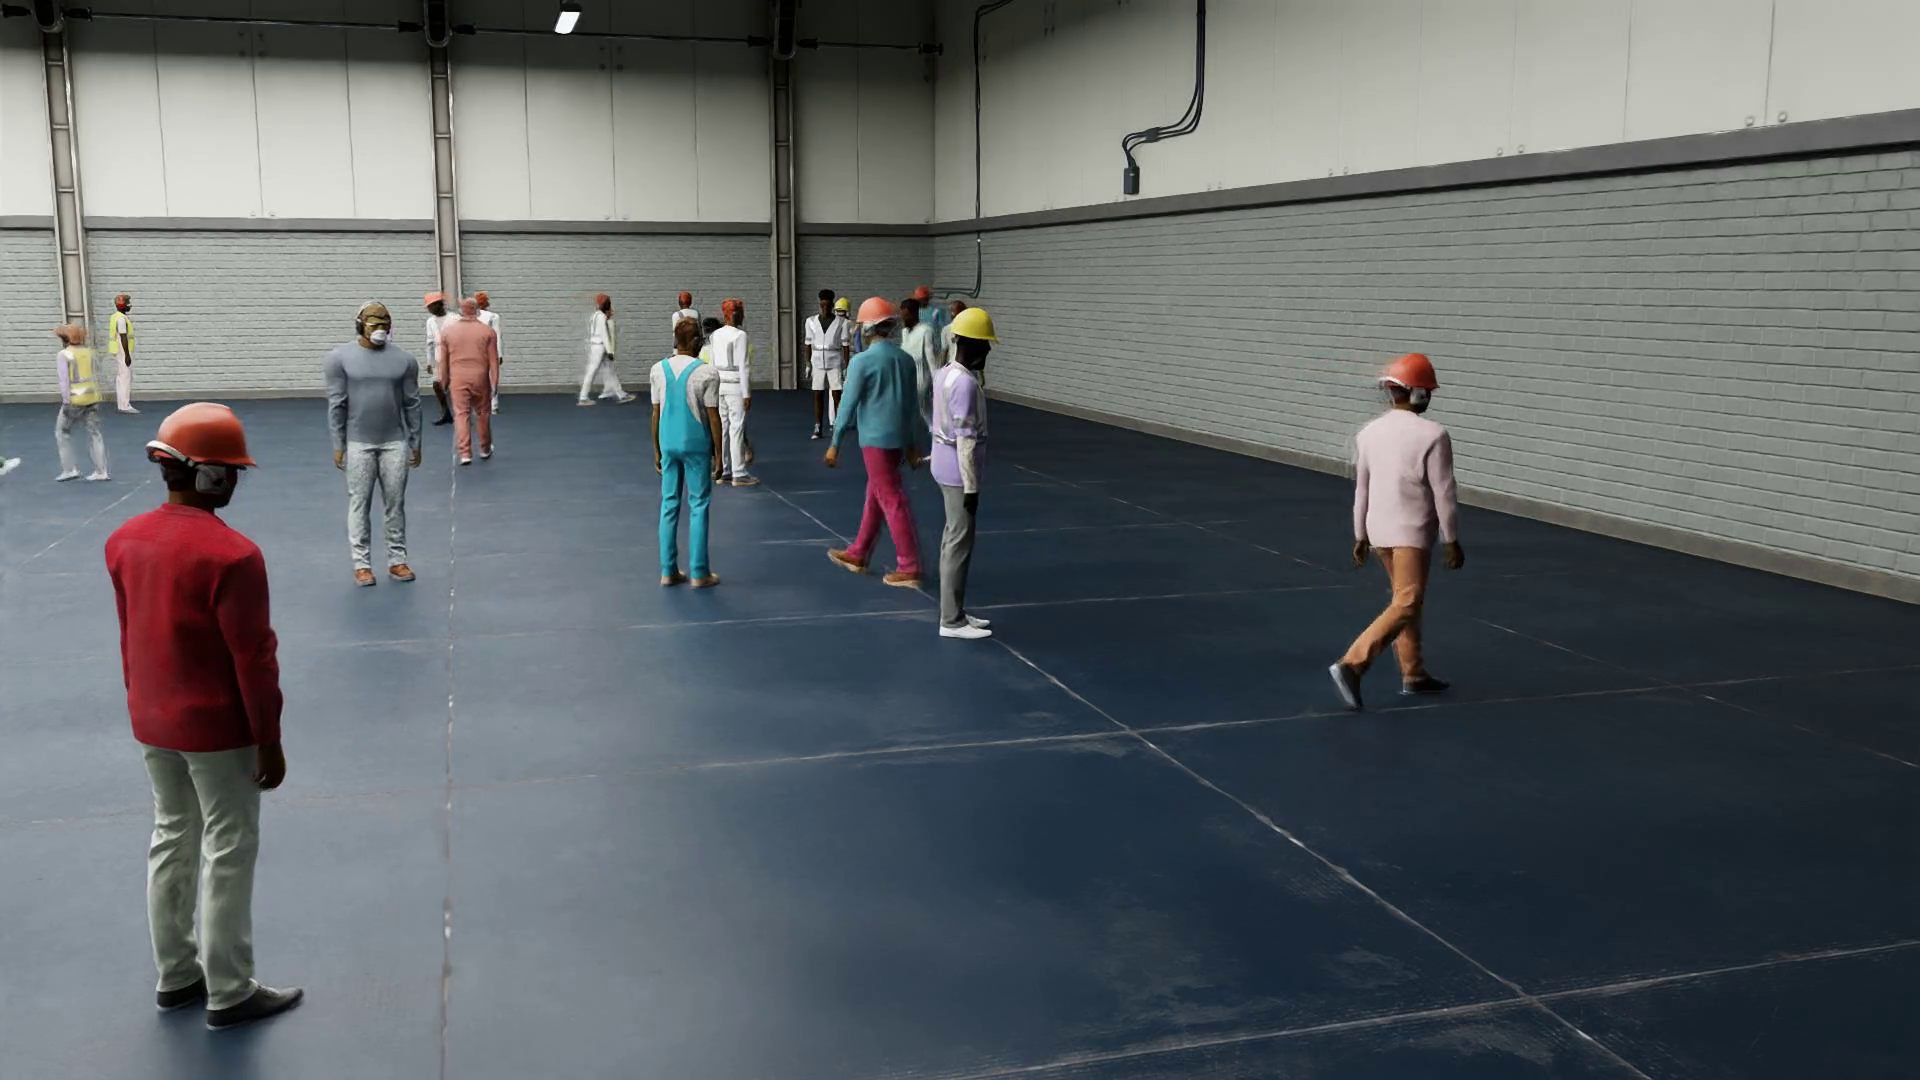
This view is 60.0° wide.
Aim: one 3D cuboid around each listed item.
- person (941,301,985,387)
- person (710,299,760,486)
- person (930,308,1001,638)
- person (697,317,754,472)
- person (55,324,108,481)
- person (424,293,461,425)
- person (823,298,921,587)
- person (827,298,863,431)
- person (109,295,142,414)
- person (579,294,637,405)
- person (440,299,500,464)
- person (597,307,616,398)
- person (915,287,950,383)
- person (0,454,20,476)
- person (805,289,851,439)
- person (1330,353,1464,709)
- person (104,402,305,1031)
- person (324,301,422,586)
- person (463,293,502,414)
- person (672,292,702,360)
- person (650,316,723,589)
[{"bbox_3d":[0.033,-2.074,20.786,0.534,1.803,0.883,0,9,-2],"label":"person"},{"bbox_3d":[-2.300,-1.490,16.817,0.362,1.882,0.576,-8,12,-42],"label":"person"},{"bbox_3d":[0.033,-0.378,9.641,0.399,1.913,0.590,-1,9,-8],"label":"person"},{"bbox_3d":[-2.568,-1.575,18.023,0.549,1.676,0.619,5,10,29],"label":"person"},{"bbox_3d":[-9.089,-1.395,17.053,0.609,1.613,0.540,2,9,10],"label":"person"},{"bbox_3d":[-7.249,-2.535,23.486,0.668,1.890,0.400,2,9,13],"label":"person"},{"bbox_3d":[-0.628,-0.670,11.385,1.002,1.942,0.628,6,11,35],"label":"person"},{"bbox_3d":[-1.598,-2.401,22.836,0.586,1.824,0.404,4,10,23],"label":"person"},{"bbox_3d":[-12.931,-2.863,25.688,0.373,1.843,0.570,-6,11,-34],"label":"person"},{"bbox_3d":[-5.878,-3.138,27.514,0.994,1.822,0.598,-2,9,-14],"label":"person"},{"bbox_3d":[-5.560,-1.804,18.915,0.656,1.854,0.992,-2,9,-10],"label":"person"},{"bbox_3d":[-6.254,-3.307,29.230,0.518,1.633,0.342,8,12,40],"label":"person"},{"bbox_3d":[-0.512,-3.422,28.937,0.652,1.962,1.083,4,10,26],"label":"person"},{"bbox_3d":[-10.223,-1.508,17.136,0.531,1.814,0.977,2,9,13],"label":"person"},{"bbox_3d":[-1.720,-2.281,21.637,0.603,1.957,0.375,2,9,10],"label":"person"},{"bbox_3d":[2.122,-0.047,8.123,0.790,1.726,0.571,-4,10,-26],"label":"person"},{"bbox_3d":[-2.092,0.488,4.647,0.574,1.742,0.355,5,10,27],"label":"person"},{"bbox_3d":[-3.976,-0.656,11.363,0.626,1.930,0.399,-6,11,-34],"label":"person"},{"bbox_3d":[-7.346,-2.862,25.604,0.577,1.877,0.342,0,9,0],"label":"person"},{"bbox_3d":[-4.351,-3.014,26.537,0.358,1.882,0.574,8,12,40],"label":"person"},{"bbox_3d":[-1.827,-0.582,11.191,0.516,1.835,0.357,3,9,16],"label":"person"}]
